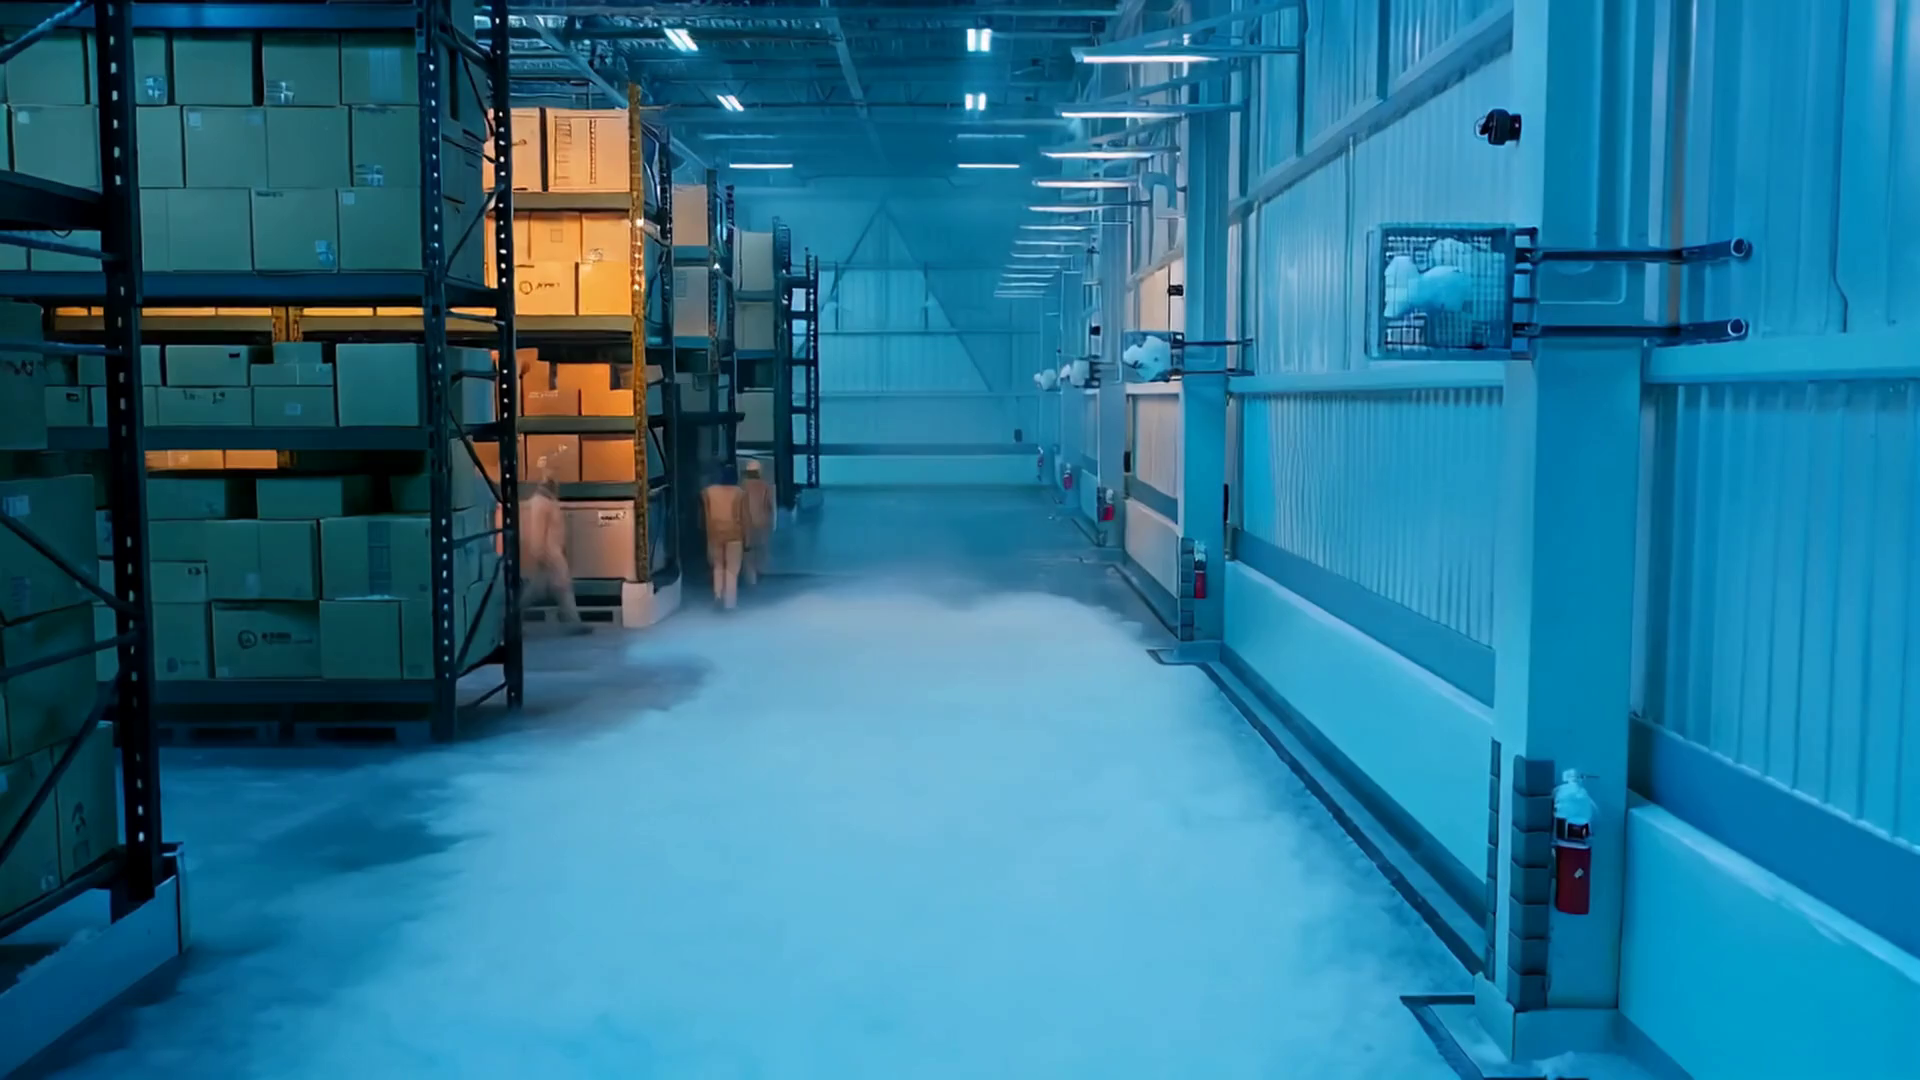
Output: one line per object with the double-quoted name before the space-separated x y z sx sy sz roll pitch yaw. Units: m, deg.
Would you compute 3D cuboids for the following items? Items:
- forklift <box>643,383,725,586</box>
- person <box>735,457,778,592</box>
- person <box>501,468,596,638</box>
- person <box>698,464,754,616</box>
"forklift" -4.102 -0.787 23.086 1.873 2.768 1.129 0 5 0
"person" -2.767 -0.214 22.573 0.623 1.802 0.751 0 5 -1
"person" -4.536 0.145 18.107 0.974 1.864 0.641 0 5 -2
"person" -2.796 -0.006 20.055 0.665 1.822 0.545 1 5 9
